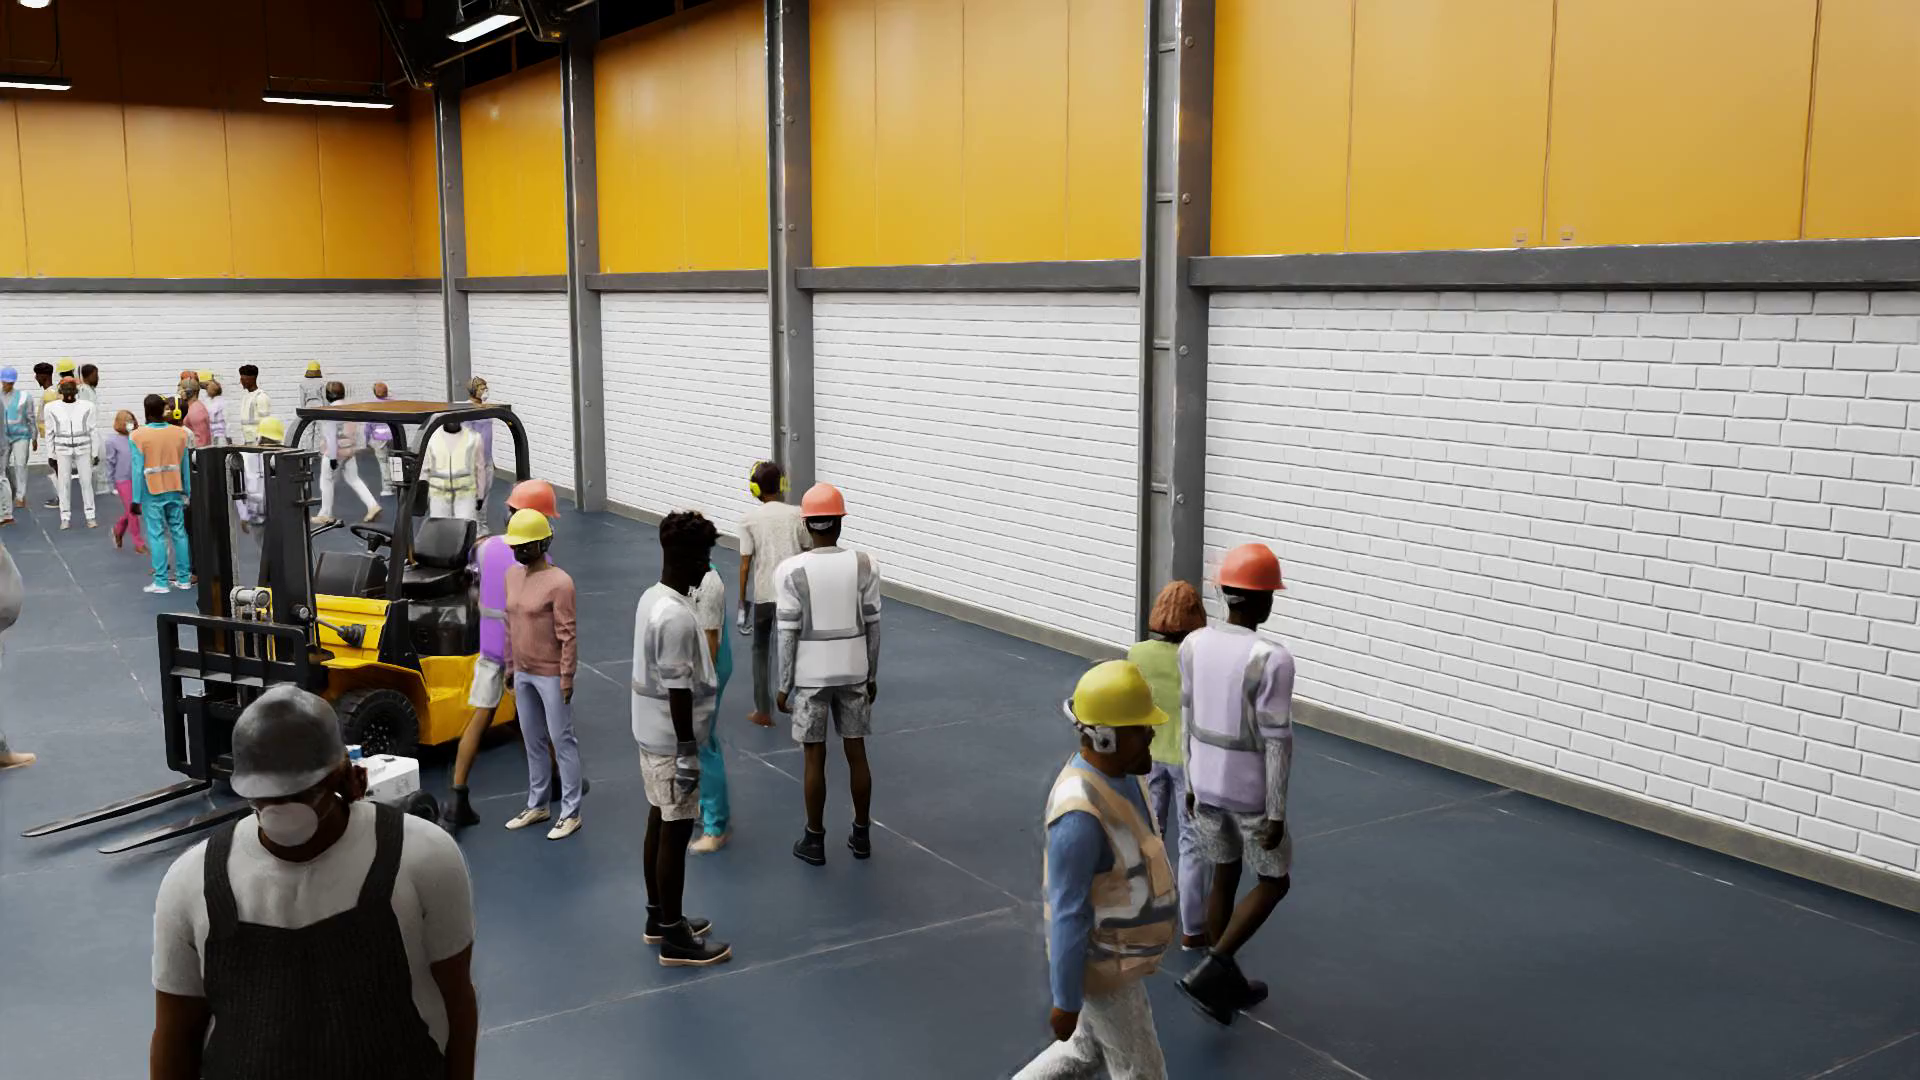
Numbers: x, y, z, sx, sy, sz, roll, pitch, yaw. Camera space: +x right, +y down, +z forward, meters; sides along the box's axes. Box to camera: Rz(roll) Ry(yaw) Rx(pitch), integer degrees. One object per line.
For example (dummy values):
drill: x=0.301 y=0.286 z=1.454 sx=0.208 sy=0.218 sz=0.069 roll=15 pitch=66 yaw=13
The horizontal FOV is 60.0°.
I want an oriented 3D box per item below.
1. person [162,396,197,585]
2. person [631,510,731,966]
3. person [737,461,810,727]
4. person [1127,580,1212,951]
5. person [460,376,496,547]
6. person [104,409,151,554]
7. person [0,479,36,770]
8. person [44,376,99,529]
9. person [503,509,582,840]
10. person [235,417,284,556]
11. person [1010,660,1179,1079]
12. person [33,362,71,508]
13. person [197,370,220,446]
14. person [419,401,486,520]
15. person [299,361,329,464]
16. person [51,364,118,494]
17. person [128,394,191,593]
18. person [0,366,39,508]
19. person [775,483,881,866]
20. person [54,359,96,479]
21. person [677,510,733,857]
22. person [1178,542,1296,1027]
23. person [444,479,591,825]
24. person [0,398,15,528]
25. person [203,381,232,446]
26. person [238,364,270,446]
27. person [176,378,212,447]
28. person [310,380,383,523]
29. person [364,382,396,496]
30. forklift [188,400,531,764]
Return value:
person: x=-7.681 y=-0.482 z=16.419 sx=0.327 sy=1.874 sz=0.520 roll=-5 pitch=10 yaw=-30
person: x=-1.215 y=0.842 z=7.203 sx=0.401 sy=1.957 sz=0.608 roll=-3 pitch=9 yaw=-20
person: x=-1.184 y=0.398 z=10.771 sx=0.537 sy=1.807 sz=0.913 roll=-3 pitch=9 yaw=-18
person: x=0.958 y=0.985 z=7.320 sx=0.500 sy=1.636 sz=0.284 roll=6 pitch=11 yaw=37
person: x=-5.482 y=-0.894 z=18.972 sx=0.372 sy=1.940 sz=0.631 roll=1 pitch=9 yaw=7
person: x=-9.262 y=-0.656 z=18.472 sx=0.704 sy=1.608 sz=0.504 roll=4 pitch=9 yaw=26
person: x=-5.880 y=0.434 z=9.675 sx=0.697 sy=2.000 sz=0.809 roll=7 pitch=11 yaw=38
person: x=-10.860 y=-1.066 z=20.359 sx=0.579 sy=1.876 sz=0.352 roll=-5 pitch=10 yaw=-29
person: x=-2.239 y=0.704 z=8.813 sx=0.524 sy=1.761 sz=0.341 roll=6 pitch=10 yaw=36
person: x=-6.315 y=-0.249 z=15.239 sx=0.576 sy=1.778 sz=0.965 roll=-2 pitch=9 yaw=-12
person: x=0.393 y=1.237 z=5.069 sx=0.827 sy=1.809 sz=0.591 roll=2 pitch=9 yaw=13
person: x=-12.224 y=-1.414 z=22.399 sx=0.369 sy=1.958 sz=0.613 roll=-4 pitch=9 yaw=-24
person: x=-11.196 y=-1.674 z=24.896 sx=0.449 sy=1.736 sz=0.534 roll=-3 pitch=9 yaw=-17
person: x=-5.021 y=-0.472 z=16.504 sx=0.642 sy=1.826 sz=0.616 roll=-2 pitch=9 yaw=-12
person: x=-10.854 y=-2.142 z=28.038 sx=0.487 sy=1.744 sz=0.297 roll=0 pitch=8 yaw=2
person: x=-12.505 y=-1.568 z=23.703 sx=0.820 sy=1.888 sz=0.621 roll=-3 pitch=9 yaw=-19
person: x=-7.706 y=-0.438 z=16.036 sx=0.412 sy=1.923 sz=0.626 roll=6 pitch=10 yaw=34
person: x=-12.725 y=-1.385 z=22.357 sx=0.630 sy=1.916 sz=0.672 roll=-3 pitch=9 yaw=-17
person: x=-0.671 y=0.676 z=8.414 sx=0.543 sy=1.932 sz=0.376 roll=-3 pitch=9 yaw=-19
person: x=-13.661 y=-1.861 z=25.657 sx=0.475 sy=1.884 sz=0.617 roll=2 pitch=9 yaw=14
person: x=-1.364 y=0.713 z=8.614 sx=0.431 sy=1.801 sz=0.689 roll=-4 pitch=9 yaw=-26
person: x=1.051 y=0.969 z=6.496 sx=0.547 sy=1.921 sz=0.546 roll=-8 pitch=11 yaw=-42
person: x=-2.453 y=0.605 z=9.075 sx=0.537 sy=1.882 sz=0.992 roll=4 pitch=9 yaw=27
person: x=-11.891 y=-1.099 z=20.387 sx=0.357 sy=1.932 sz=0.630 roll=-1 pitch=9 yaw=-8
person: x=-10.788 y=-1.512 z=24.194 sx=0.538 sy=1.614 sz=0.372 roll=5 pitch=10 yaw=29
person: x=-9.304 y=-1.347 z=21.979 sx=0.374 sy=1.958 sz=0.606 roll=-8 pitch=12 yaw=-43
person: x=-8.591 y=-0.857 z=18.723 sx=0.354 sy=1.938 sz=0.636 roll=-4 pitch=9 yaw=-25
person: x=-7.693 y=-1.094 z=20.781 sx=0.900 sy=1.808 sz=0.634 roll=2 pitch=9 yaw=13
person: x=-8.211 y=-1.431 z=23.617 sx=0.463 sy=1.618 sz=0.540 roll=6 pitch=10 yaw=36
forklift: x=-3.529 y=0.258 z=10.348 sx=1.214 sy=2.155 sz=2.313 roll=4 pitch=9 yaw=25
